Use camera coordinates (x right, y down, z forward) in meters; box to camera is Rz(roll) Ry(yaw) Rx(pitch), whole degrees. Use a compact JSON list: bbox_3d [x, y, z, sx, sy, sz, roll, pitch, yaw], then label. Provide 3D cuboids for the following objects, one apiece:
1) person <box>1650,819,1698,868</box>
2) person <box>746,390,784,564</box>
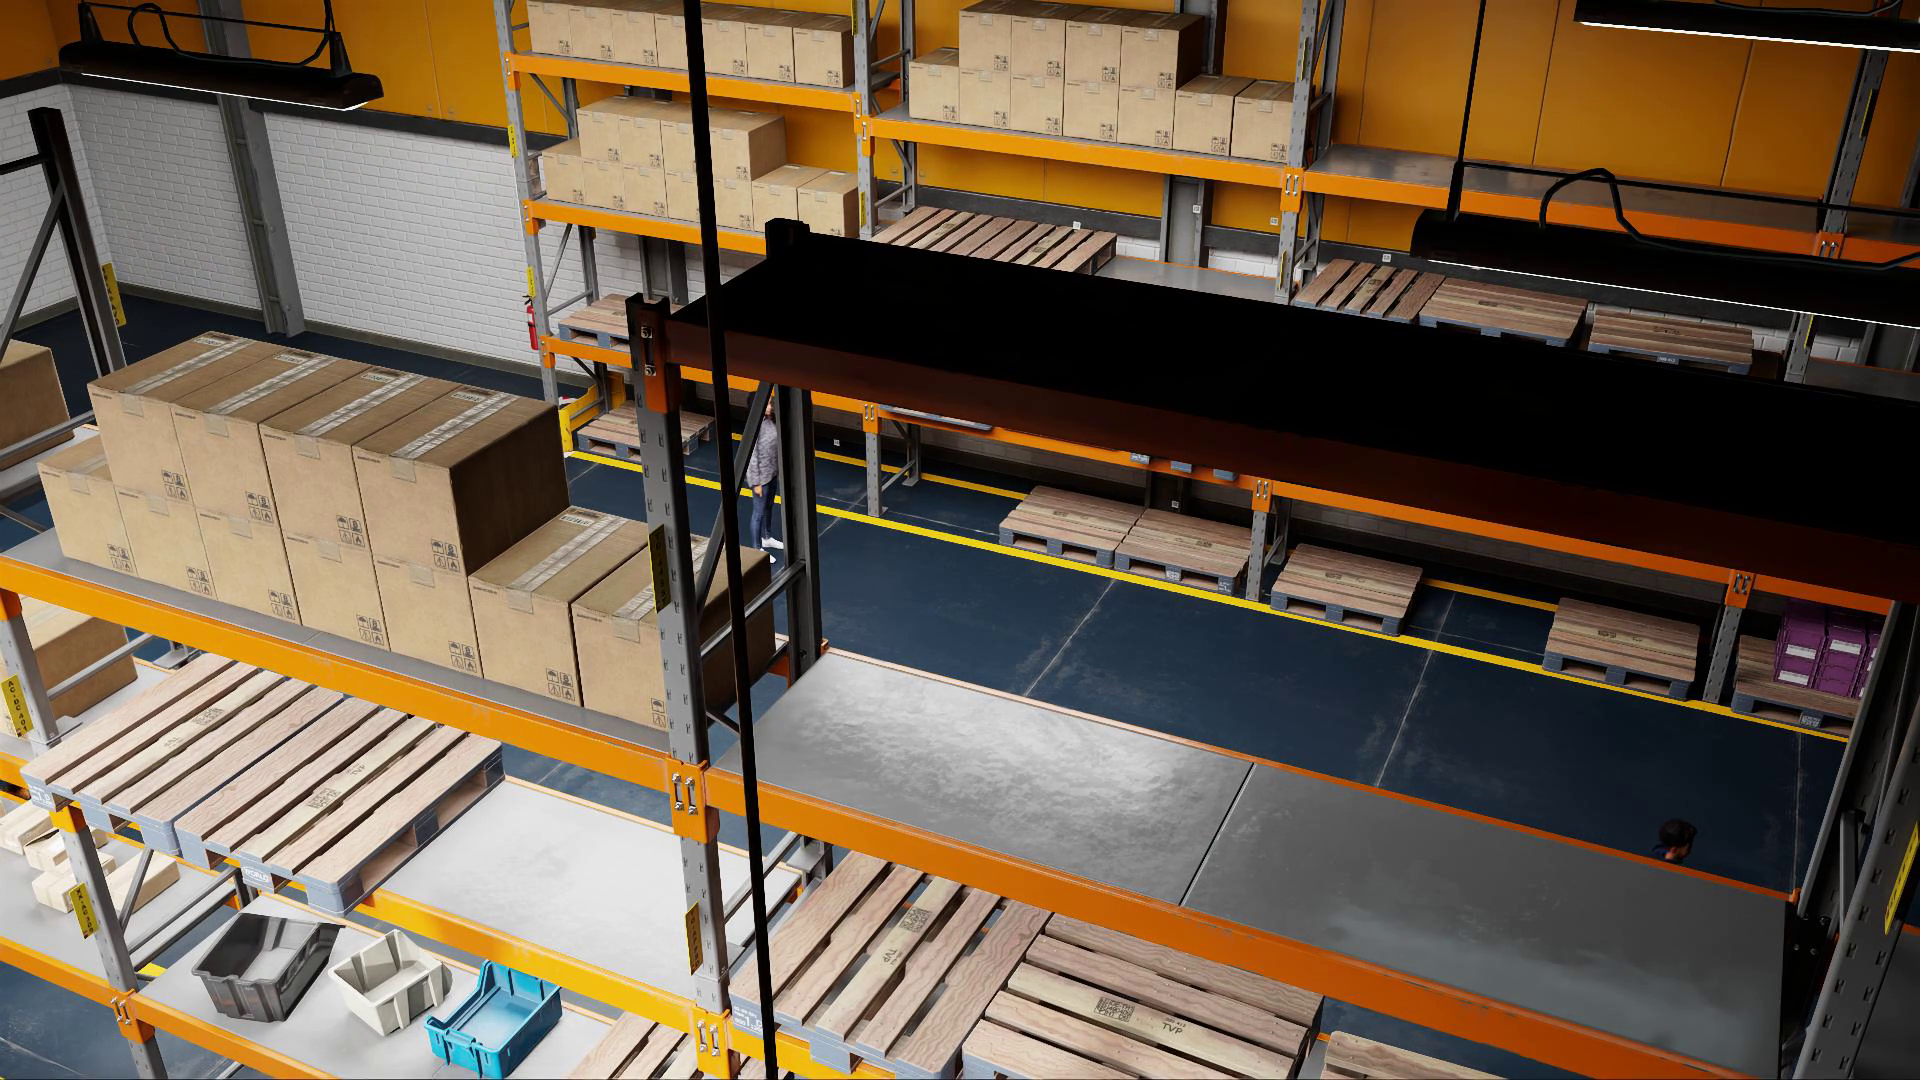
[{"bbox_3d":[4.591,2.358,11.021,0.577,1.215,0.528,15,32,25],"label":"person"},{"bbox_3d":[-1.898,-0.642,15.981,0.555,1.733,0.631,9,30,16],"label":"person"}]
